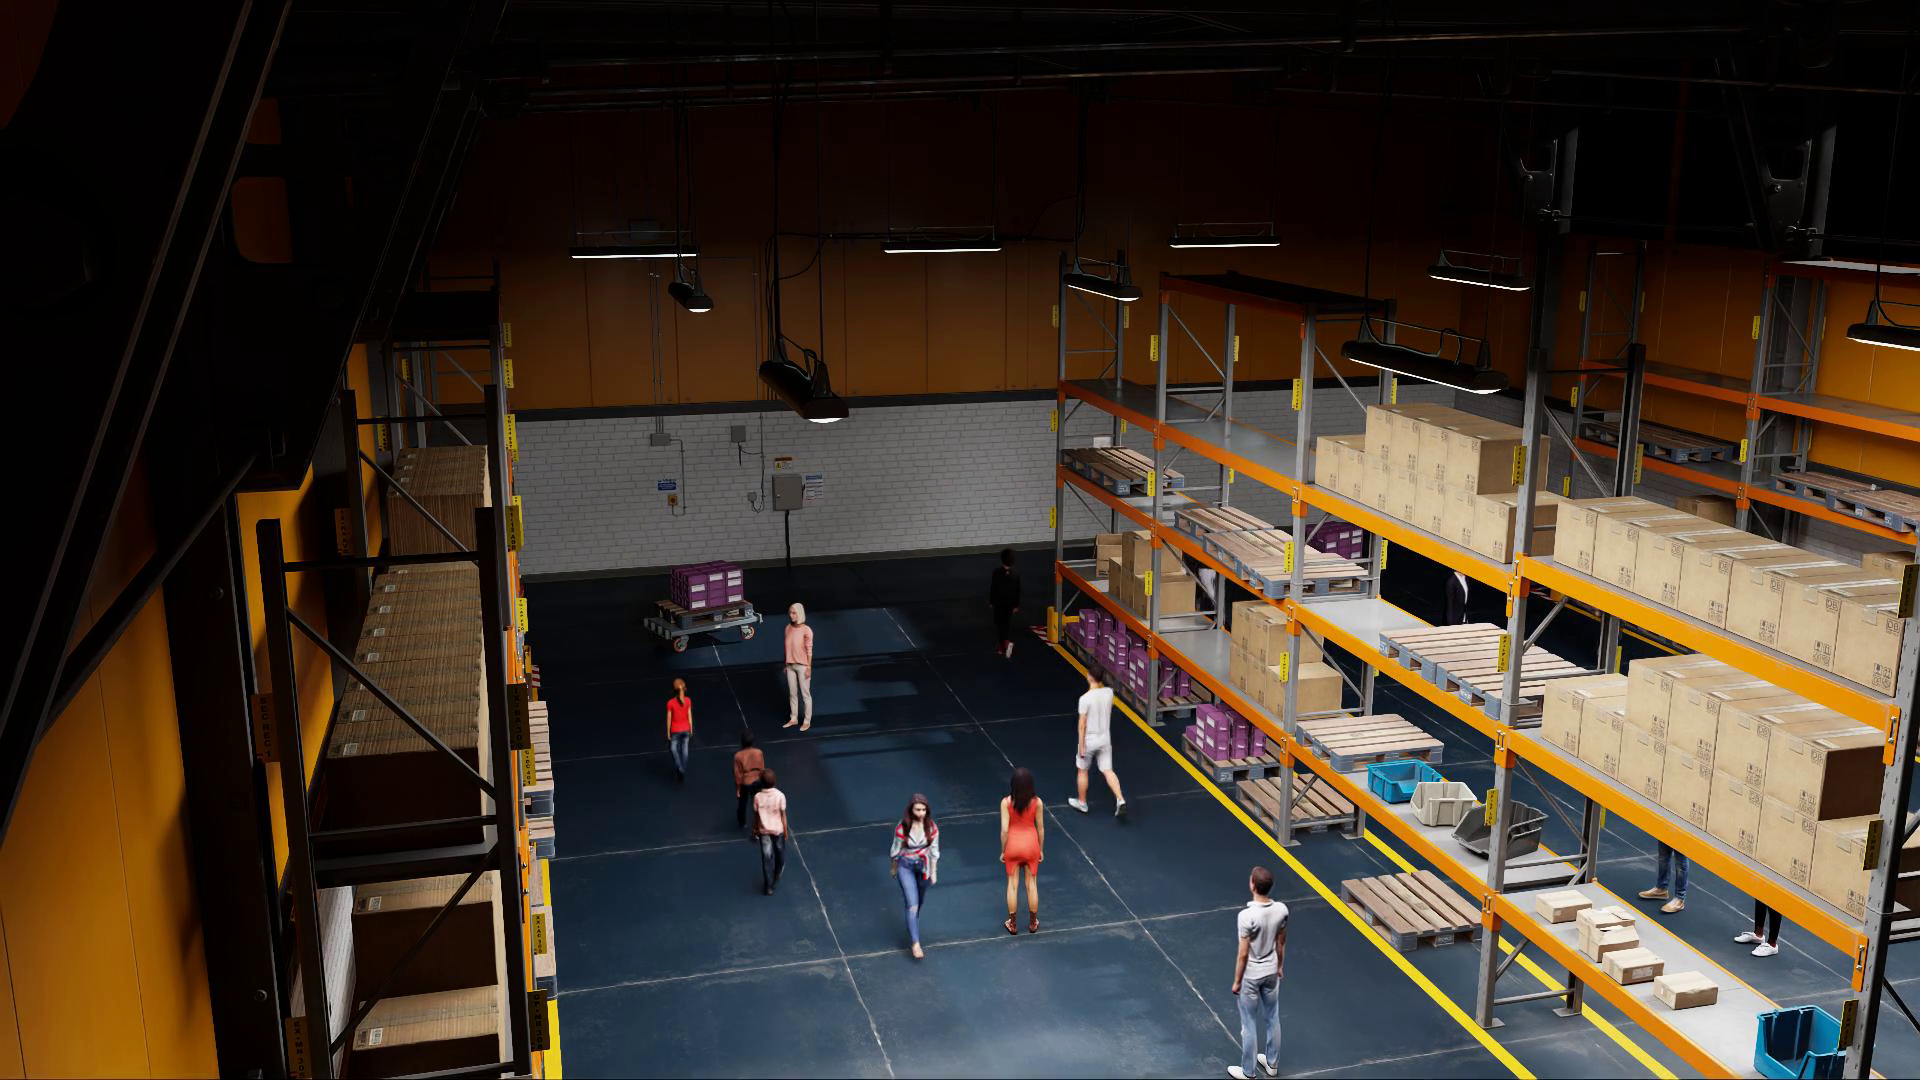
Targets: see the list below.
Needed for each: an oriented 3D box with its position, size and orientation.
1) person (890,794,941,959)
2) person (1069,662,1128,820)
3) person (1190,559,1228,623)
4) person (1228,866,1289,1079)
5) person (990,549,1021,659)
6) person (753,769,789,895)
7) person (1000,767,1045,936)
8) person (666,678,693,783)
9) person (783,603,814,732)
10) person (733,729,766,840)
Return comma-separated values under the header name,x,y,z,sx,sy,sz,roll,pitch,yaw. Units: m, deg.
name,x,y,z,sx,sy,sz,roll,pitch,yaw
person,-0.455,3.156,16.066,0.644,1.562,1.086,-3,14,-11
person,1.607,2.307,18.989,0.905,1.835,1.193,-9,16,-33
person,3.999,0.601,26.604,0.951,1.568,1.189,-13,19,-42
person,2.462,3.578,13.708,0.711,1.850,0.636,-8,16,-29
person,0.683,0.976,24.877,0.582,1.653,0.957,-4,14,-15
person,-1.955,3.028,17.188,0.574,1.282,0.846,-2,14,-7
person,0.605,3.029,16.255,0.618,1.719,0.574,-1,14,-5
person,-3.367,2.319,20.082,0.544,1.298,0.718,-6,15,-24
person,-2.127,1.654,21.926,0.670,1.724,0.733,8,16,30
person,-2.325,2.736,18.516,0.637,1.225,0.946,-6,15,-25
